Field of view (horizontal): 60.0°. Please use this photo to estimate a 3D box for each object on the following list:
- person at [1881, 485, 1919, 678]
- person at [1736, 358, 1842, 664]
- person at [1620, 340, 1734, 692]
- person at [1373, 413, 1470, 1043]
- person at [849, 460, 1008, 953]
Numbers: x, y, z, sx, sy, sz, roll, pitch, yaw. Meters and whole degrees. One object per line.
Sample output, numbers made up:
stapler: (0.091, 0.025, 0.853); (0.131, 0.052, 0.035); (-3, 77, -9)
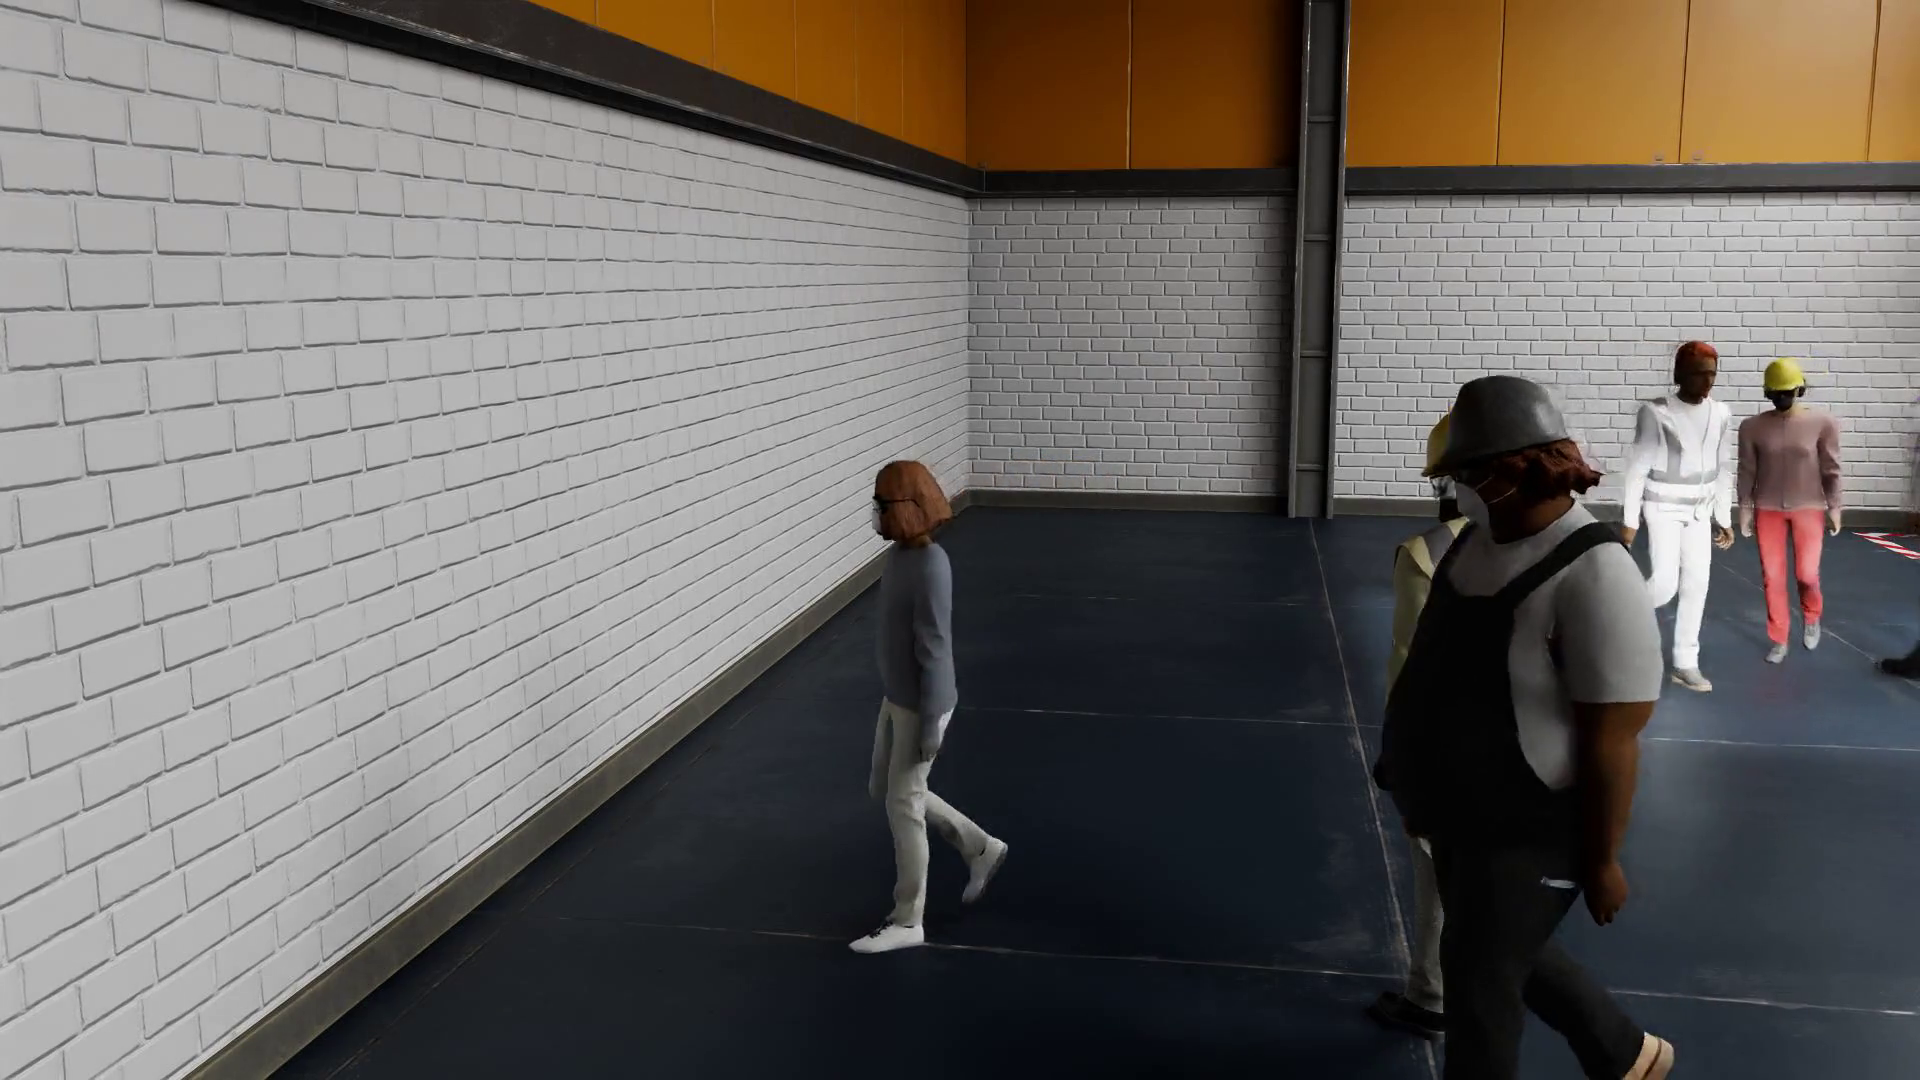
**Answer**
person: (5.457, -0.172, 9.032); (0.727, 1.900, 0.398); (4, 10, 26)
person: (4.681, -0.163, 9.417); (0.558, 1.731, 0.497); (6, 11, 35)
person: (3.800, -0.145, 8.929); (0.611, 1.865, 0.597); (-3, 10, -19)
person: (1.456, 0.539, 4.815); (0.588, 1.823, 0.403); (-4, 10, -23)
person: (-0.106, 0.541, 5.444); (0.505, 1.621, 0.504); (-3, 10, -18)
